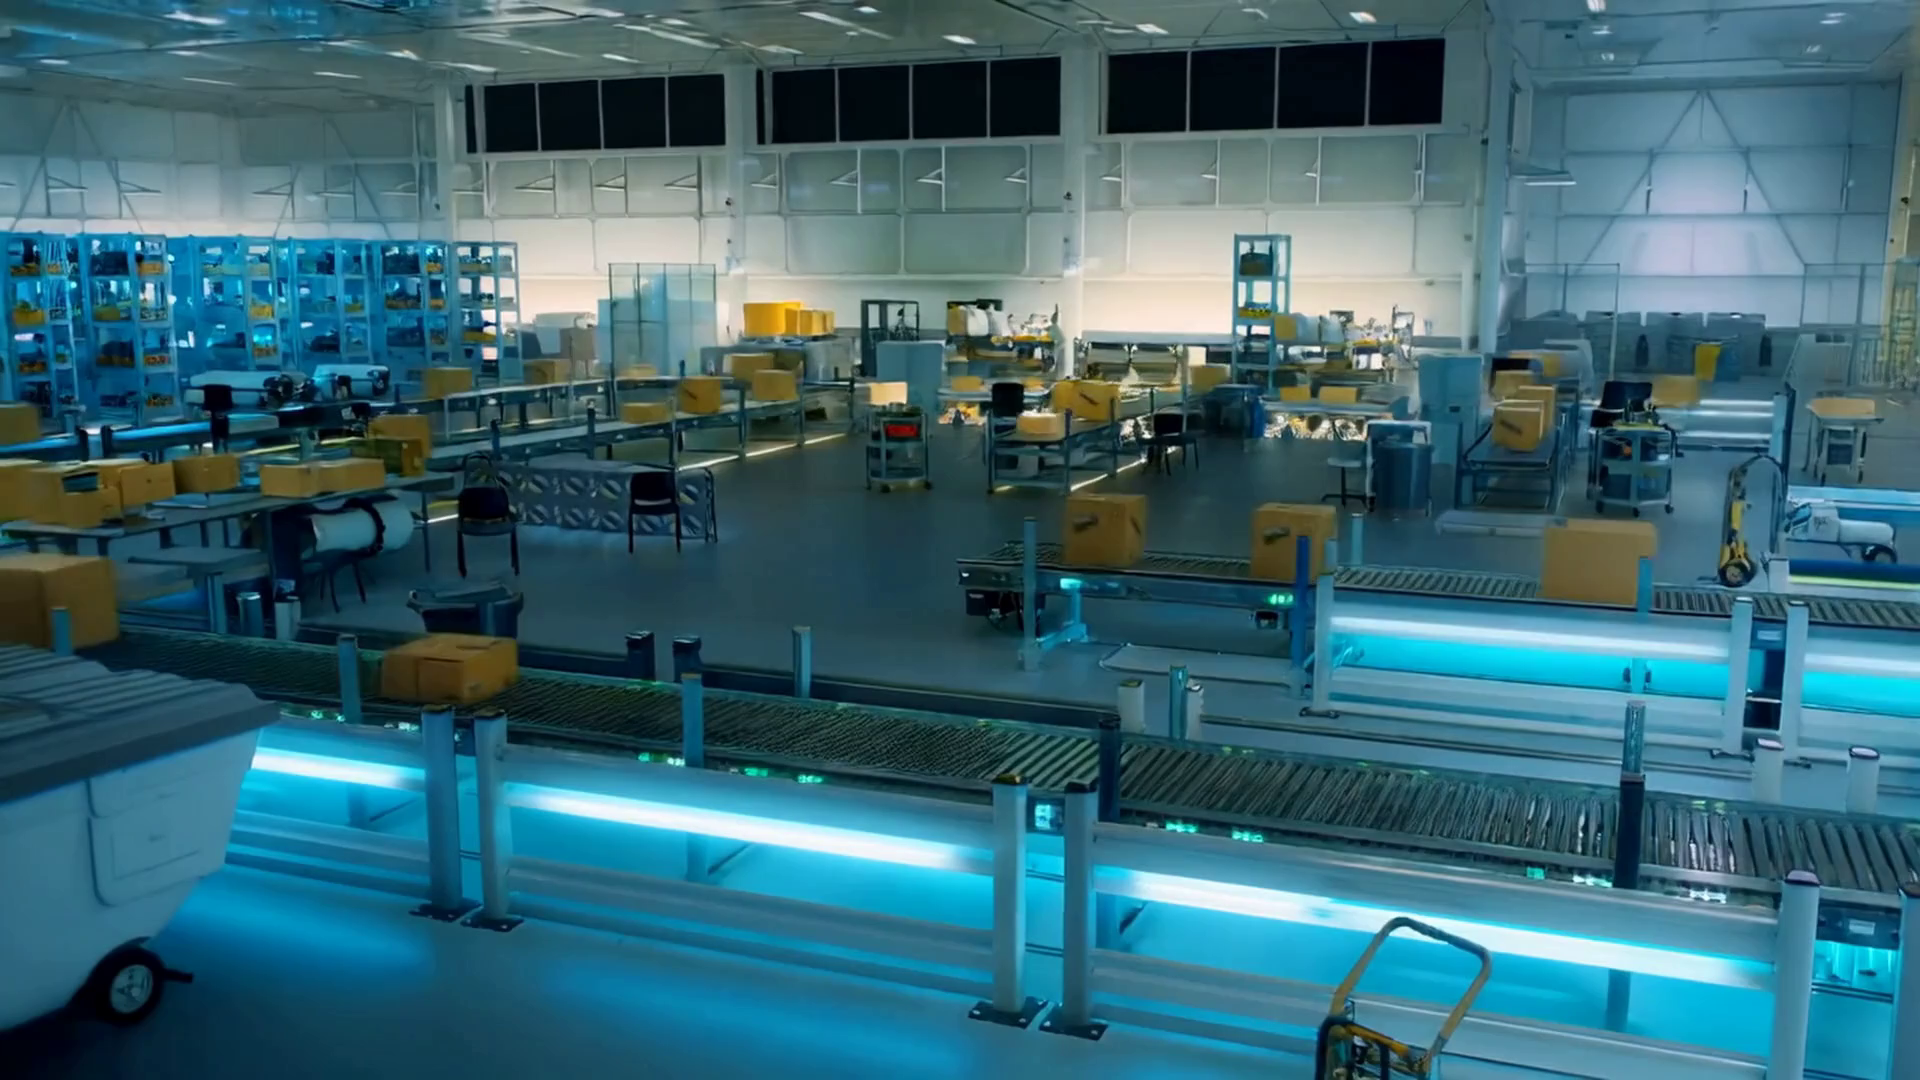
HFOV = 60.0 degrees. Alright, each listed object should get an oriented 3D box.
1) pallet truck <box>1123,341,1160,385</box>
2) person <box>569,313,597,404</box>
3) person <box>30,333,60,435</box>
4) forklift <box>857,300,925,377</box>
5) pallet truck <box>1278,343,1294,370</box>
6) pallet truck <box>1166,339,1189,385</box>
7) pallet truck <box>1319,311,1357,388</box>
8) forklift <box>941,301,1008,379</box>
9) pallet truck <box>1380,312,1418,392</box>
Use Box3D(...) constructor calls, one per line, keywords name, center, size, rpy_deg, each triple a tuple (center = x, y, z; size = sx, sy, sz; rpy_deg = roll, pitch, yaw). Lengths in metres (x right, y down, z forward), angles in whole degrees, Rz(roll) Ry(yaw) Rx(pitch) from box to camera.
Box3D(name="pallet truck", center=(4.445, -4.380, 41.279), size=(0.680, 1.201, 1.601), rpy_deg=(4, 10, 22))
Box3D(name="person", center=(-8.294, -3.995, 36.625), size=(0.611, 1.996, 0.378), rpy_deg=(-8, 12, -39))
Box3D(name="person", center=(-16.438, -2.789, 29.826), size=(0.404, 1.829, 0.591), rpy_deg=(-7, 12, -38))
Box3D(name="forklift", center=(-1.732, -5.109, 42.468), size=(1.157, 1.987, 2.680), rpy_deg=(4, 10, 22))
Box3D(name="pallet truck", center=(7.886, -4.163, 39.743), size=(0.653, 1.274, 1.630), rpy_deg=(4, 10, 22))
Box3D(name="pallet truck", center=(5.418, -4.269, 40.420), size=(0.704, 1.261, 1.522), rpy_deg=(3, 10, 20))
Box3D(name="pallet truck", center=(9.071, -4.419, 39.190), size=(0.823, 1.965, 1.885), rpy_deg=(5, 10, 26))
Box3D(name="forklift", center=(0.365, -4.966, 41.571), size=(1.157, 1.987, 2.680), rpy_deg=(3, 10, 20))
Box3D(name="pallet truck", center=(10.207, -4.283, 38.369), size=(0.823, 1.965, 1.885), rpy_deg=(3, 10, 20))
